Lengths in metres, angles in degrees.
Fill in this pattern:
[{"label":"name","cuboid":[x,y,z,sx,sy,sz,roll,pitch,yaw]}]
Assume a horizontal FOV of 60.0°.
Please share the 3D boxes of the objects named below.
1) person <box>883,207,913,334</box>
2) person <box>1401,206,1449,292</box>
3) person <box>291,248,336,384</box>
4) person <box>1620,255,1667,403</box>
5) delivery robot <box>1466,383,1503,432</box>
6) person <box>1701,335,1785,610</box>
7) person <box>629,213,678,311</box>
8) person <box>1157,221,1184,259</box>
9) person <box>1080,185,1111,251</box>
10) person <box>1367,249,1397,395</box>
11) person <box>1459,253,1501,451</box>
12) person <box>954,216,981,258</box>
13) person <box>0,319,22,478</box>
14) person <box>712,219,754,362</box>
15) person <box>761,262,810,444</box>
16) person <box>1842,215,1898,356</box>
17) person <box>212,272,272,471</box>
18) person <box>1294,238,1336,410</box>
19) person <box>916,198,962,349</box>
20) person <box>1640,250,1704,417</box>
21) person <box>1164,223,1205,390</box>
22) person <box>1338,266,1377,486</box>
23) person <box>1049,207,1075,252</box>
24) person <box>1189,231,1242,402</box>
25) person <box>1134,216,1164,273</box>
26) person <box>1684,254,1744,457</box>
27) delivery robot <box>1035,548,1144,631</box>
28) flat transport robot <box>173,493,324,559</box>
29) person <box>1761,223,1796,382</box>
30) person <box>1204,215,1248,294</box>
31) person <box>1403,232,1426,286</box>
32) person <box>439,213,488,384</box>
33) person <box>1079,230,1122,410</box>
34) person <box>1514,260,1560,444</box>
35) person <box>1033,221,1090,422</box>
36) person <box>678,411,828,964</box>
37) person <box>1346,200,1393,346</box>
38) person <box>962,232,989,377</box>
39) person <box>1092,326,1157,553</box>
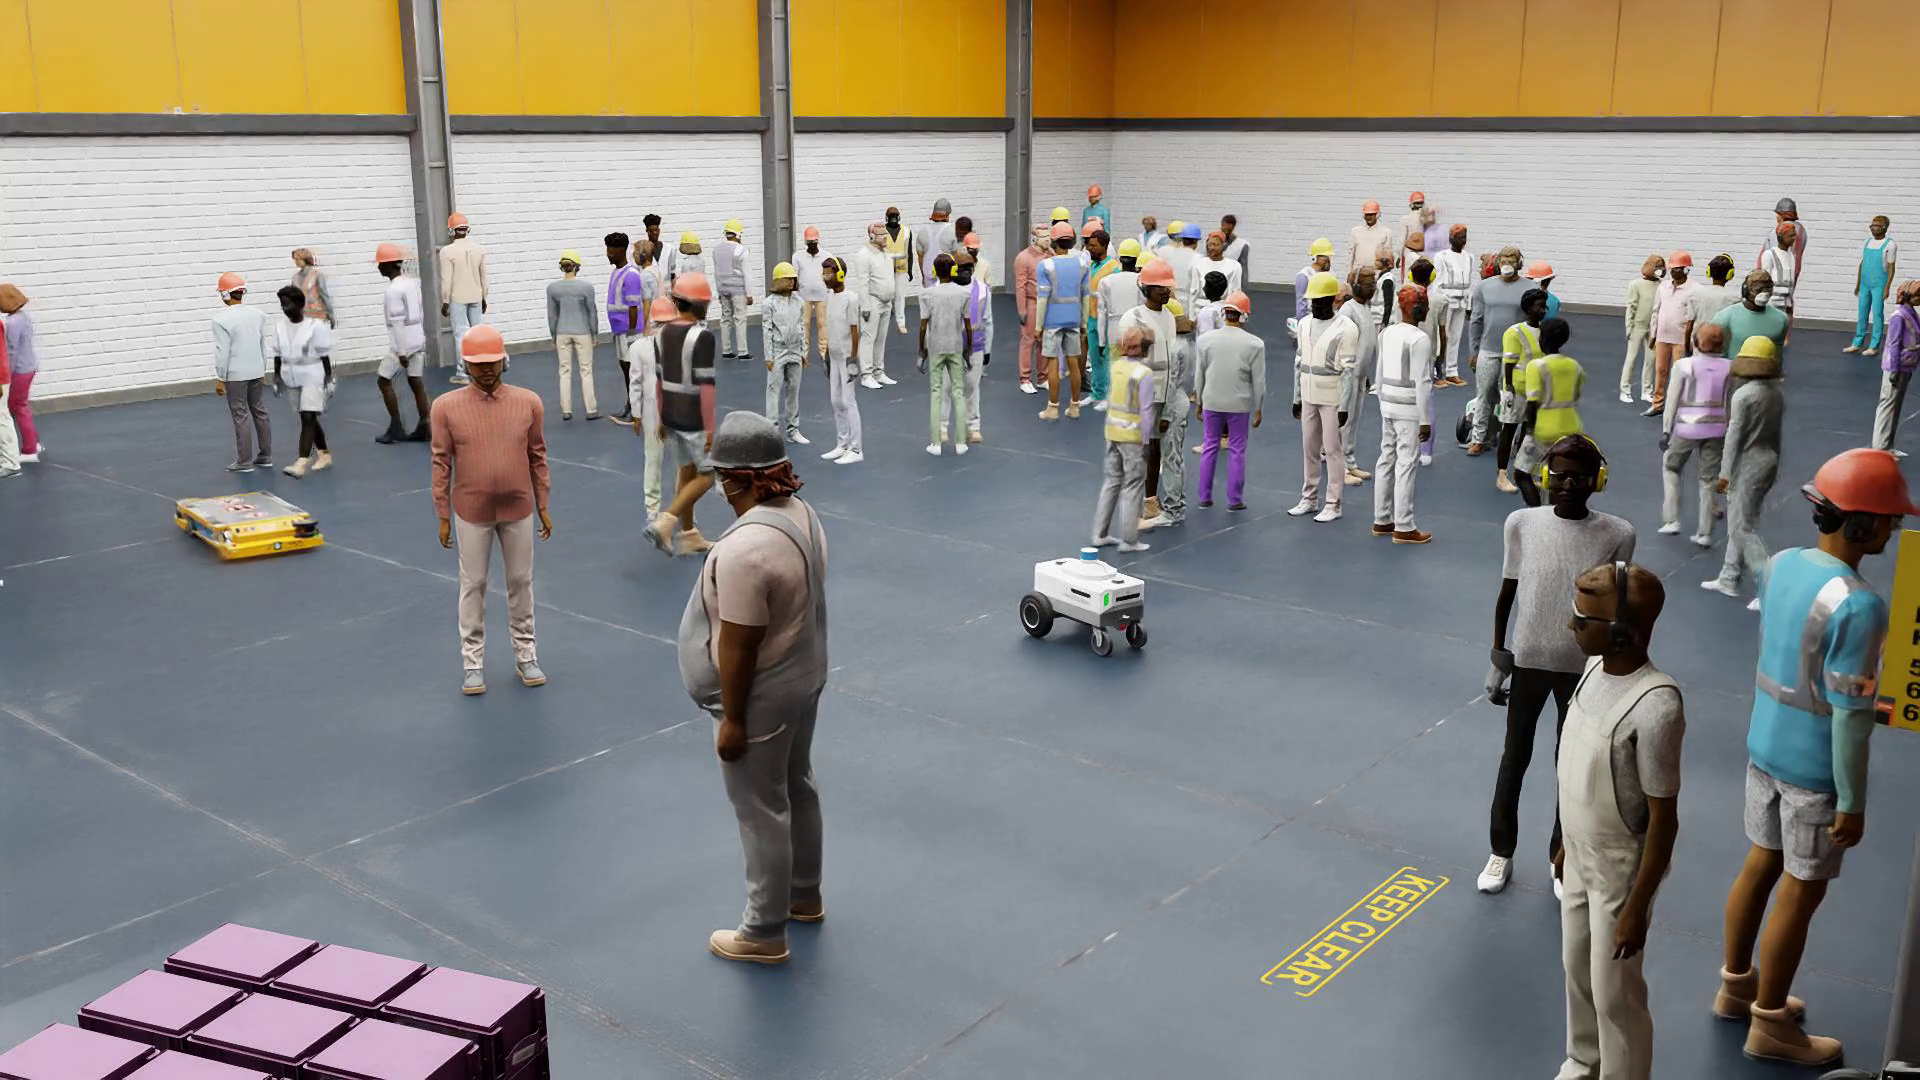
[{"label":"person","cuboid":[-0.979,-3.928,24.276,0.621,1.845,0.429,-3,14,-13]},{"label":"person","cuboid":[6.590,-3.805,23.746,0.937,1.861,0.665,-4,15,-16]},{"label":"person","cuboid":[-7.509,-2.557,19.231,0.555,1.614,0.634,9,17,31]},{"label":"person","cuboid":[7.550,-2.318,18.286,0.504,1.628,0.277,-2,14,-7]},{"label":"delivery robot","cuboid":[5.157,-1.278,16.103,0.477,0.478,0.707,9,16,31]},{"label":"person","cuboid":[5.042,-0.435,10.565,0.509,1.716,0.609,-11,18,-36]},{"label":"person","cuboid":[-3.708,-2.979,20.228,0.610,1.964,0.366,-8,16,-29]},{"label":"person","cuboid":[2.832,-3.324,22.011,0.522,1.771,0.301,-8,16,-28]},{"label":"person","cuboid":[2.298,-5.079,28.564,0.389,1.991,0.622,-13,19,-41]},{"label":"person","cuboid":[4.784,-2.461,18.822,0.314,1.640,0.516,2,14,7]},{"label":"person","cuboid":[4.965,-1.757,15.589,0.380,1.845,0.570,9,16,31]},{"label":"person","cuboid":[0.018,-3.046,20.631,0.589,1.902,0.610,2,14,10]},{"label":"person","cuboid":[-8.441,-1.407,14.411,0.573,1.739,0.355,13,19,42]},{"label":"person","cuboid":[-2.908,-3.217,21.471,0.592,1.825,0.403,9,17,32]},{"label":"person","cuboid":[-1.652,-1.755,15.787,0.487,1.746,0.289,-13,19,-42]},{"label":"person","cuboid":[12.077,-3.359,21.994,0.350,1.847,0.506,-5,15,-20]},{"label":"person","cuboid":[-6.350,-1.483,14.681,0.325,1.752,0.563,5,15,21]},{"label":"person","cuboid":[3.812,-2.301,17.788,0.592,1.834,0.404,-12,19,-40]},{"label":"person","cuboid":[-0.223,-3.614,22.614,0.676,2.000,0.536,7,16,27]},{"label":"person","cuboid":[7.369,-2.109,17.181,0.336,1.749,0.575,-9,17,-31]},{"label":"person","cuboid":[2.585,-2.620,18.896,0.682,1.914,0.691,13,19,42]},{"label":"person","cuboid":[3.362,-1.395,14.145,0.344,1.847,0.504,8,16,30]},{"label":"person","cuboid":[1.363,-3.523,22.483,0.364,1.928,0.586,3,14,14]},{"label":"person","cuboid":[2.779,-2.435,18.226,0.574,1.882,0.356,6,15,23]},{"label":"person","cuboid":[3.015,-4.330,26.357,0.525,1.608,0.780,12,18,39]},{"label":"person","cuboid":[6.865,-1.666,15.178,0.509,1.872,0.329,11,18,38]},{"label":"delivery robot","cuboid":[0.763,0.290,9.838,0.477,0.478,0.707,-10,17,-35]},{"label":"flat transport robot","cuboid":[-5.278,-0.133,12.293,0.652,0.197,1.431,-11,18,-38]},{"label":"person","cuboid":[9.655,-2.798,19.674,0.573,1.883,0.355,-9,17,-33]},{"label":"person","cuboid":[3.347,-3.243,21.448,0.476,1.891,0.812,-13,19,-43]},{"label":"person","cuboid":[5.960,-3.225,21.922,0.278,1.630,0.530,0,14,2]},{"label":"person","cuboid":[-5.860,-2.849,19.648,0.384,1.993,0.622,11,18,38]},{"label":"person","cuboid":[1.525,-2.358,17.844,0.373,1.916,0.596,-8,16,-28]},{"label":"person","cuboid":[5.480,-1.783,15.880,0.324,1.752,0.561,11,18,37]},{"label":"person","cuboid":[1.031,-2.243,17.131,0.616,2.041,0.380,-6,15,-24]},{"label":"person","cuboid":[-0.756,0.520,6.096,0.536,2.000,0.684,3,14,13]},{"label":"person","cuboid":[5.644,-3.689,23.008,0.618,1.994,0.380,7,15,25]},{"label":"person","cuboid":[0.138,-2.815,20.005,0.573,1.748,0.342,-9,17,-33]},{"label":"person","cuboid":[1.179,-0.713,11.882,0.424,1.615,0.526,-7,16,-25]}]
